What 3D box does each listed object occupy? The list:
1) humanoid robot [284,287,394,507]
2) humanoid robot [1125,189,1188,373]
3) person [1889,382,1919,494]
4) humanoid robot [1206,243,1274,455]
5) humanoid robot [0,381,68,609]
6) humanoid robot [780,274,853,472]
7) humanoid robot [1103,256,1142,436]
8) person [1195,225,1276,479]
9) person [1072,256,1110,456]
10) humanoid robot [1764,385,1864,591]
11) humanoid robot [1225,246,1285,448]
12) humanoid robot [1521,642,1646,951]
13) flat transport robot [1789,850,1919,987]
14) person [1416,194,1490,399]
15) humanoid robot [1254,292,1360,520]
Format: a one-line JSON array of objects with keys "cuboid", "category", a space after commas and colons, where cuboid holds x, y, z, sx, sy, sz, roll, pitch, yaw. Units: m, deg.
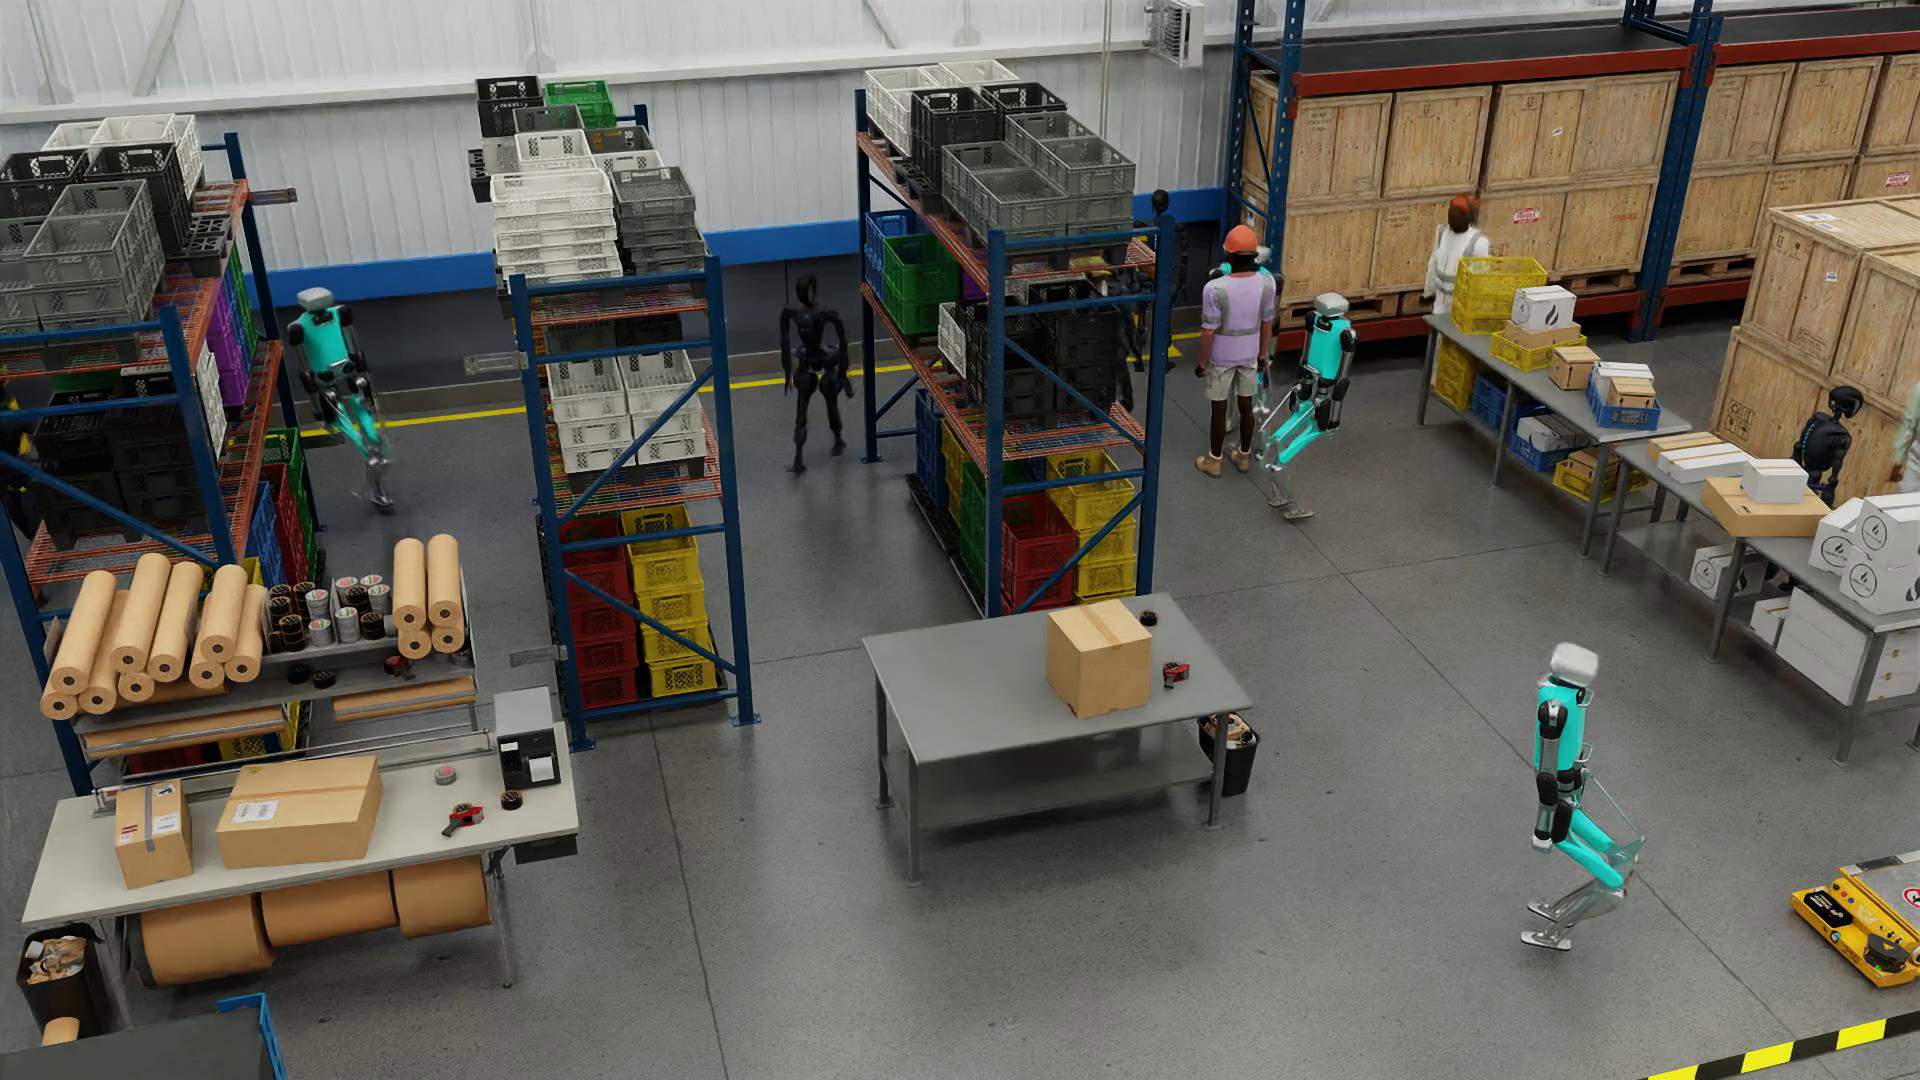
[{"cuboid": [-4.511, -0.983, 12.421, 0.902, 1.752, 0.536, 19, 34, 31], "category": "humanoid robot"}, {"cuboid": [1.744, -2.322, 14.906, 0.599, 1.659, 0.315, 7, 29, 12], "category": "humanoid robot"}, {"cuboid": [6.654, -0.480, 11.308, 0.420, 1.940, 0.605, -24, 37, -37], "category": "person"}, {"cuboid": [2.312, -1.408, 13.300, 0.532, 1.859, 0.773, -15, 32, -25], "category": "humanoid robot"}, {"cuboid": [-6.461, -0.367, 11.413, 0.600, 1.623, 0.783, 1, 29, 2], "category": "humanoid robot"}, {"cuboid": [-1.129, -1.322, 13.157, 0.599, 1.624, 0.787, 7, 30, 13], "category": "humanoid robot"}, {"cuboid": [1.242, -1.587, 13.602, 0.601, 1.641, 0.597, 20, 35, 32], "category": "humanoid robot"}, {"cuboid": [2.119, -1.454, 12.968, 0.604, 2.043, 0.371, -9, 30, -15], "category": "person"}, {"cuboid": [0.955, -1.512, 13.312, 0.524, 1.812, 0.599, 20, 34, 31], "category": "person"}, {"cuboid": [5.732, -0.307, 11.283, 0.584, 1.629, 0.596, 0, 29, 0], "category": "humanoid robot"}, {"cuboid": [2.404, -1.622, 13.556, 0.609, 1.735, 0.861, 12, 31, 20], "category": "humanoid robot"}, {"cuboid": [3.093, 1.308, 8.114, 0.735, 1.681, 0.533, 15, 32, 25], "category": "humanoid robot"}, {"cuboid": [5.163, 1.916, 8.676, 1.431, 0.231, 0.659, -8, 30, -14], "category": "flat transport robot"}, {"cuboid": [4.249, -2.075, 14.276, 0.438, 1.864, 0.622, -14, 32, -24], "category": "person"}, {"cuboid": [2.482, -0.964, 12.286, 0.733, 1.693, 0.531, -13, 31, -23], "category": "humanoid robot"}]
